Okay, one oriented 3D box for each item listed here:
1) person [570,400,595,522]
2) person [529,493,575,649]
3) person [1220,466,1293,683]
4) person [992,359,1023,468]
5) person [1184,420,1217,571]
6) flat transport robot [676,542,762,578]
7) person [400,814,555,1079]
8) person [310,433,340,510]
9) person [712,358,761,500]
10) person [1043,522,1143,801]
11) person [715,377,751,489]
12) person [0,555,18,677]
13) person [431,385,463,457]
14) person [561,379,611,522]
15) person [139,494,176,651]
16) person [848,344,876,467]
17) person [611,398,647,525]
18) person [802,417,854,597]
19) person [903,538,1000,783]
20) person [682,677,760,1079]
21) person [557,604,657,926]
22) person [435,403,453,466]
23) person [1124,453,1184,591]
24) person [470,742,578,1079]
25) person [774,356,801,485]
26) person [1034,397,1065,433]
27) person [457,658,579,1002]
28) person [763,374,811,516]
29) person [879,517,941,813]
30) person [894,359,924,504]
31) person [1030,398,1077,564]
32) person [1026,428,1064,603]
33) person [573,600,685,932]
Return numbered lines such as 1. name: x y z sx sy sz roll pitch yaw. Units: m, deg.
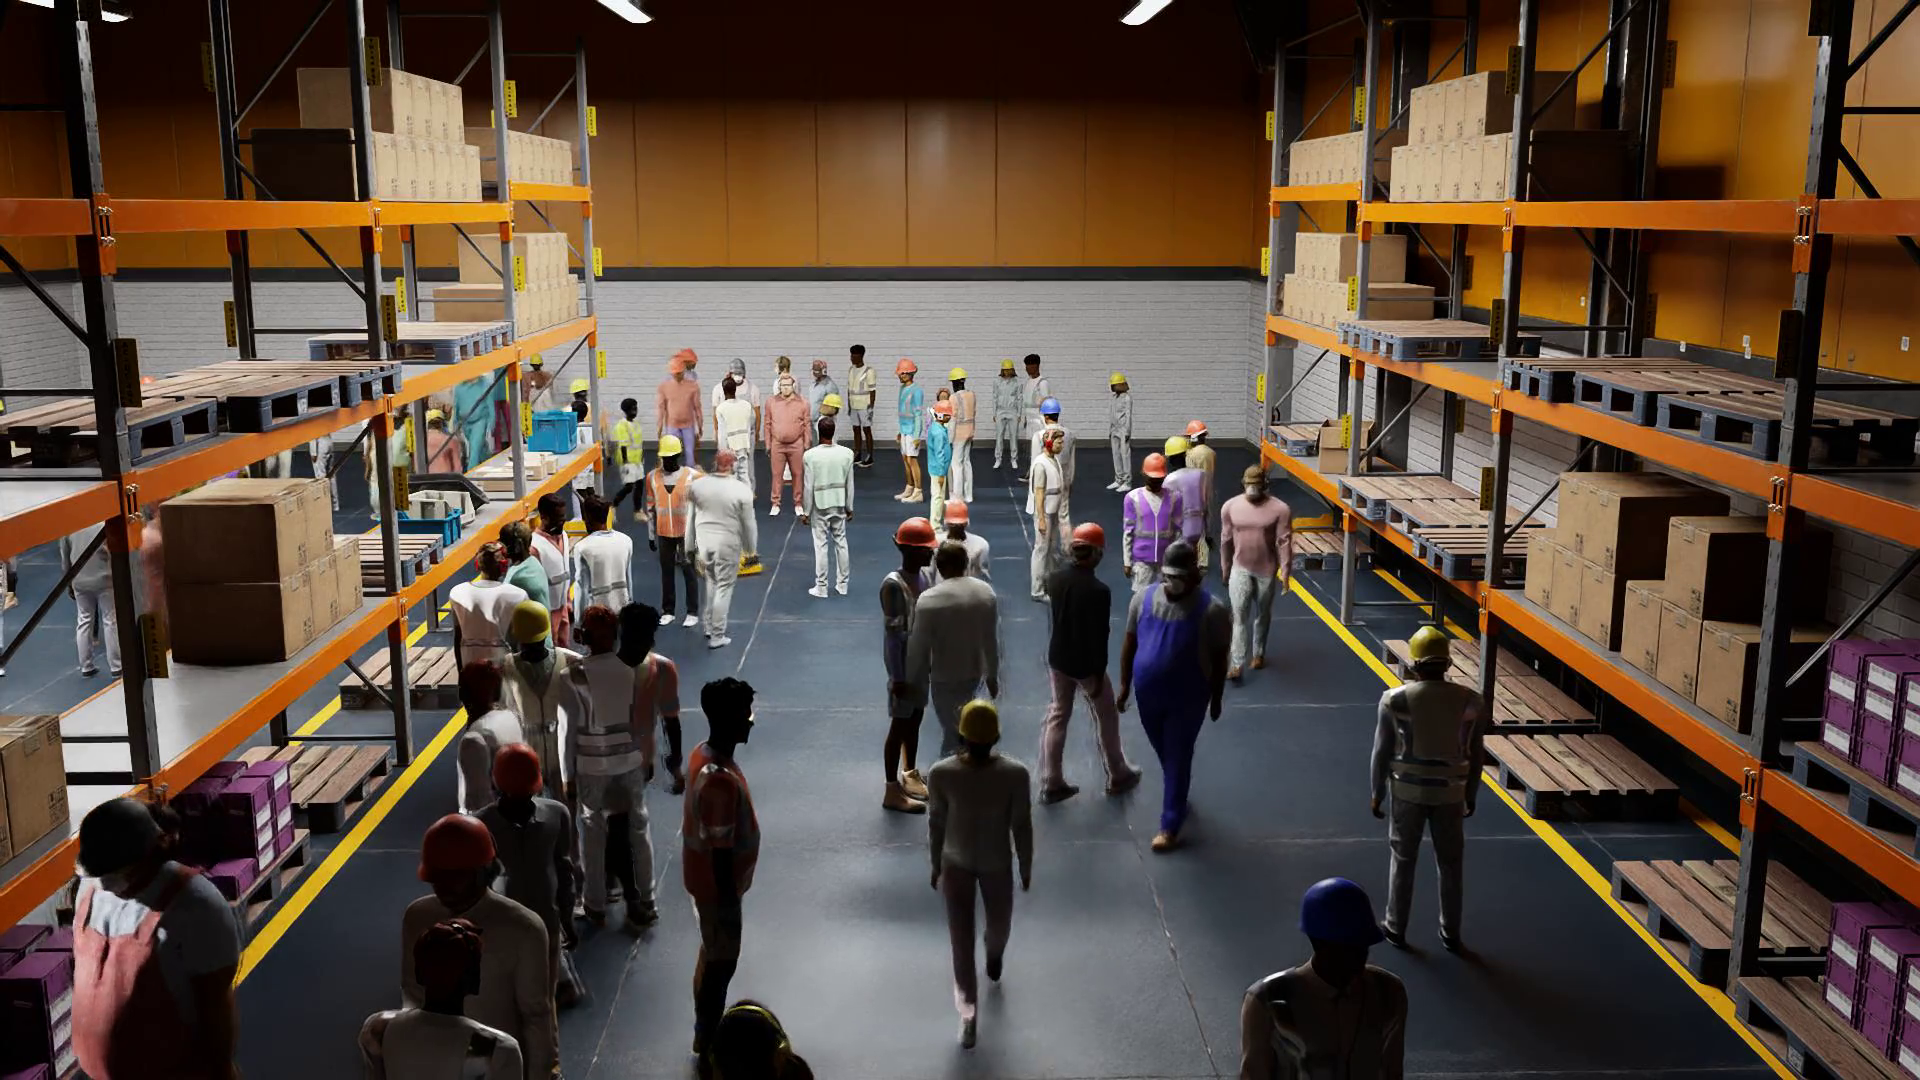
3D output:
1. person: -4.810 -0.934 21.177 0.315 1.696 0.541 3 12 15
2. person: -3.239 0.566 13.142 0.411 1.906 0.602 2 11 11
3. person: 2.578 0.289 14.569 0.651 1.882 1.029 3 12 17
4. person: 0.752 -2.005 26.436 0.486 1.744 0.294 1 11 7
5. person: 2.672 -0.485 18.833 0.355 1.737 0.573 8 14 36
6. flat transport robot: -2.878 0.183 19.168 0.652 0.197 1.431 -7 13 -31
7. person: -1.766 1.935 6.079 0.615 1.984 0.408 4 12 17
8. person: -8.672 -1.219 22.521 0.324 1.737 0.484 1 11 7
9. person: -3.138 -1.562 23.462 0.681 2.000 0.535 -2 11 -9
10. person: 0.925 0.838 11.666 0.909 1.948 0.607 -10 15 -42
11. person: -2.967 -1.176 21.852 0.398 1.915 0.588 8 14 36
12. person: -8.778 0.255 14.851 0.659 1.854 1.035 -7 13 -32
13. person: -8.396 -2.066 27.167 0.508 1.576 0.828 4 12 20
14. person: -4.897 -1.145 21.714 0.661 1.912 0.422 -5 12 -23
15. person: -6.286 0.565 13.249 0.399 1.880 0.779 -3 12 -16
16. person: -1.592 -2.155 26.630 0.367 1.963 0.609 -11 15 -43
17. person: -4.353 -1.031 21.717 0.460 1.681 0.564 3 12 15
18. person: -1.397 -0.347 17.680 0.598 1.917 0.378 -7 13 -30
19. person: -0.116 0.920 11.371 0.641 1.901 0.908 -10 15 -41
20. person: -1.121 1.597 7.848 0.374 1.957 0.607 -3 12 -15
21. person: -2.023 1.291 9.583 0.582 1.877 0.341 -6 13 -28
22. person: -6.664 -0.965 21.504 0.324 1.631 0.521 -4 12 -20
23. person: 1.765 0.154 15.157 0.549 1.927 0.393 -1 11 -3
24. person: -1.996 1.756 7.564 0.559 1.746 0.332 -8 14 -36
25. person: -2.584 -1.786 24.878 0.378 1.931 0.645 5 12 25
26. person: 1.202 -1.105 22.218 0.542 1.622 0.417 -7 13 -32
27. person: -2.389 1.521 8.544 0.742 1.873 0.638 2 11 9
28. person: -2.318 -1.269 22.328 0.636 1.911 0.406 -1 11 -4
29. person: -0.317 0.847 11.416 0.398 2.039 0.610 5 12 23
30. person: -0.730 -1.524 23.304 0.404 2.034 0.613 -5 12 -22
31. person: 1.071 -0.668 19.238 0.606 1.939 0.410 -7 13 -31
32. person: 0.903 -0.261 17.464 0.394 1.836 0.561 4 12 20
33. person: -1.913 1.271 9.625 0.621 1.889 0.973 -7 14 -33
